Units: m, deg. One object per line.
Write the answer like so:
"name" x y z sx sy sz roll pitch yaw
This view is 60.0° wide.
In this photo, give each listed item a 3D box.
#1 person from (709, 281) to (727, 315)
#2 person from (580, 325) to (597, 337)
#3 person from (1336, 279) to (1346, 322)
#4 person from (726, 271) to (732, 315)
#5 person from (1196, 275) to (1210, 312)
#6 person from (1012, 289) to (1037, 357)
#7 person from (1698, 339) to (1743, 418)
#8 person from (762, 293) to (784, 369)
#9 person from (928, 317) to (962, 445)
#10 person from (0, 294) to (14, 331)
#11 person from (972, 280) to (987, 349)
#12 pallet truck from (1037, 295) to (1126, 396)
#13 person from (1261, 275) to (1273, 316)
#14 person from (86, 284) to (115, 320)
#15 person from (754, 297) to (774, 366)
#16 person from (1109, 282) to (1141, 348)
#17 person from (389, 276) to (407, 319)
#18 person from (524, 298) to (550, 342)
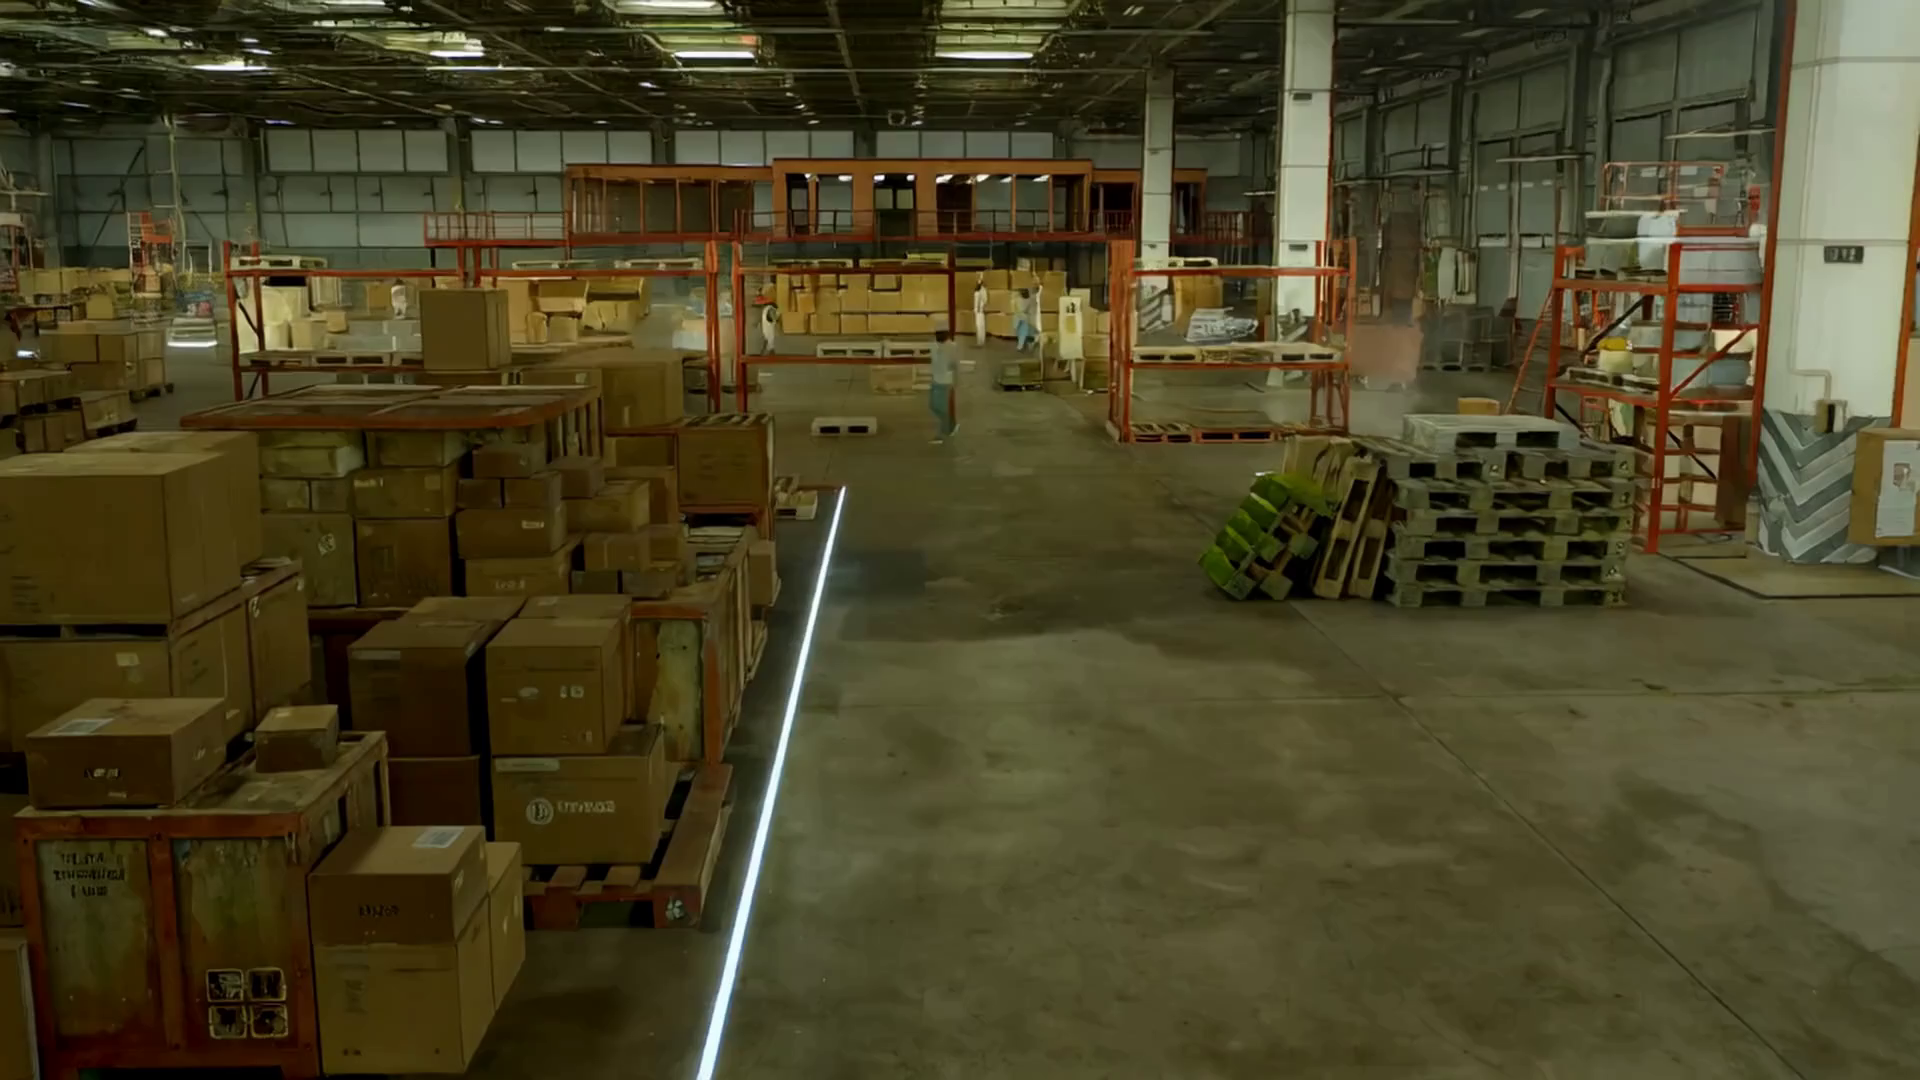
"person" -6.817 -6.297 46.689 0.542 1.937 0.360 -2 10 -9
"person" -5.042 -1.945 22.496 0.591 1.917 0.379 10 14 43
"person" 12.035 -7.342 52.788 0.621 1.840 0.430 -7 12 -34
"person" -9.112 -9.801 66.467 0.588 1.837 0.945 2 10 12
"person" 10.433 -10.760 71.423 0.614 1.986 0.410 4 11 20
"person" 1.753 -5.768 44.151 0.961 1.800 0.625 -9 14 -41
"person" 9.049 -1.470 19.844 0.565 1.918 0.402 -3 11 -17
"person" -4.417 -4.971 39.682 0.778 1.796 0.537 -8 13 -39
"person" -0.209 -2.392 25.006 0.586 1.912 0.611 -9 13 -40
"person" -21.454 -4.584 37.353 0.519 1.865 0.331 1 10 5
"person" 0.548 -6.419 47.366 0.373 1.940 0.628 4 11 23
"pallet truck" 2.483 -3.881 33.060 1.885 1.965 0.823 -7 13 -36
"person" 12.622 -10.146 68.315 0.581 1.865 0.959 -2 10 -9
"person" -21.330 -5.361 41.312 0.622 1.992 0.396 -6 12 -30
"person" -4.823 -5.074 40.525 0.498 1.704 0.890 10 14 43
"person" 4.756 -6.428 47.546 0.912 1.903 0.655 9 14 42
"person" -18.109 -7.542 53.620 0.547 1.937 0.379 -8 13 -37
"person" -8.784 -4.088 34.602 0.525 1.867 0.335 -2 10 -10
